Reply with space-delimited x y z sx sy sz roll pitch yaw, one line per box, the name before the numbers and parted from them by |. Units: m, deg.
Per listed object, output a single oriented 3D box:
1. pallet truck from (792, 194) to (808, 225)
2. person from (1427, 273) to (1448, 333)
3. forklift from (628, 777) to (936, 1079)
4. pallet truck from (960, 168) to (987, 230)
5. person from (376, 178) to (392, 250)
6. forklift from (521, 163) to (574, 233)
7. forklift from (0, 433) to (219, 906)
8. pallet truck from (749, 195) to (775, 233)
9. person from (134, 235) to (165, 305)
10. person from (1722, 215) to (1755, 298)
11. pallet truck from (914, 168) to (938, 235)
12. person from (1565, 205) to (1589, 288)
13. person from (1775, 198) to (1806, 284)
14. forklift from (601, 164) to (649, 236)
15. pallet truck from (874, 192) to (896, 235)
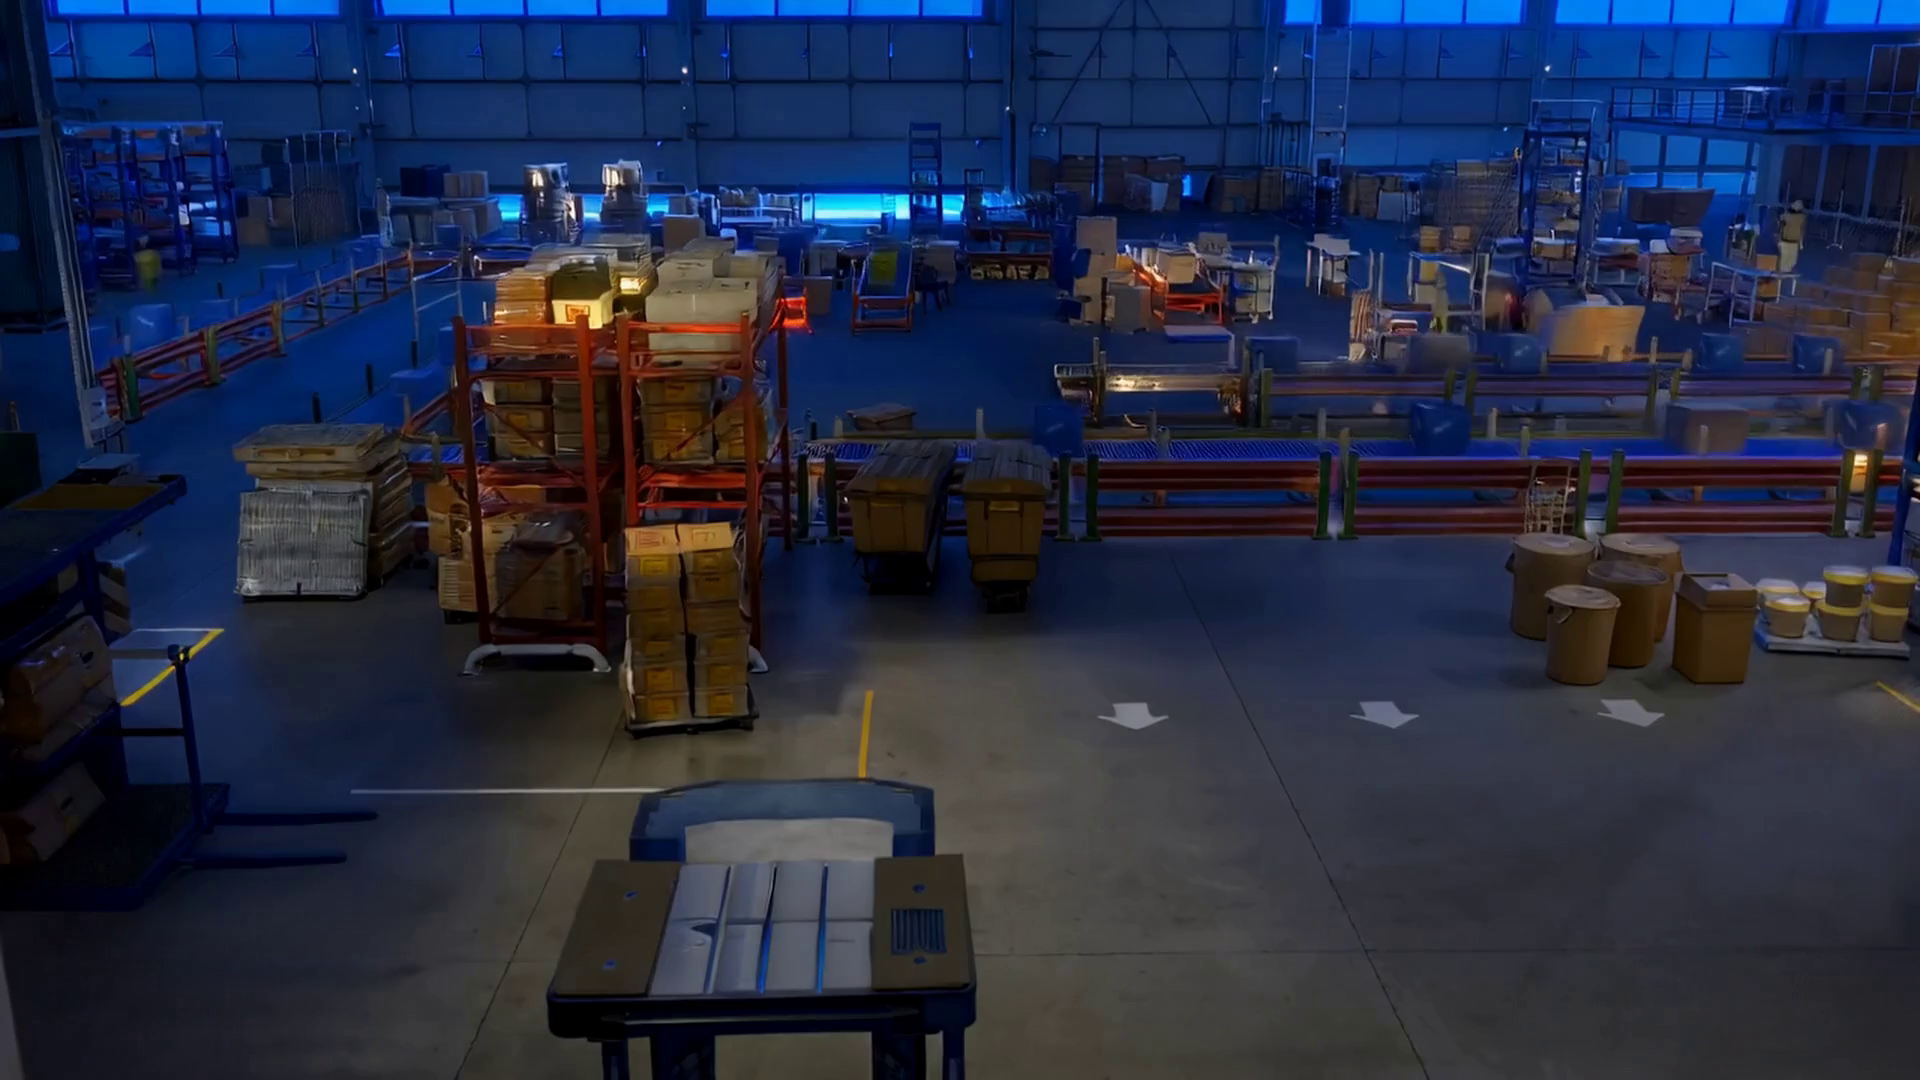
pallet truck | -4.814 -9.883 50.259 0.704 1.261 1.522 -1 16 -3
person | 8.270 -3.767 28.455 0.765 1.609 0.508 -2 16 -7
forklift | -0.542 2.165 5.552 1.129 2.768 1.873 -1 16 -2
pallet truck | 0.383 -10.230 50.206 0.823 1.965 1.885 -1 16 -3
person | -15.854 -8.976 45.856 0.391 1.990 0.623 -12 20 -35
forklift | -12.233 -10.122 49.298 1.157 1.987 2.680 0 16 -1
forklift | -5.952 0.780 10.366 1.873 2.768 1.129 0 16 -1
pallet truck | -6.051 -9.967 50.660 0.680 1.201 1.601 0 16 -1
person | -16.188 -5.221 33.236 0.530 1.754 0.431 1 16 5
person | 17.100 -6.219 36.584 0.595 1.824 0.404 15 22 43
pallet truck | -0.989 -10.316 50.507 0.823 1.965 1.885 1 16 3
person | 14.197 -6.734 38.186 0.548 1.919 0.586 1 16 4
person | 19.544 -7.058 39.207 0.634 1.979 0.672 3 16 10
forklift | -9.948 -10.127 49.296 1.157 1.987 2.680 -1 16 -3
pallet truck | -2.277 -9.986 50.594 0.653 1.274 1.630 0 16 -1
